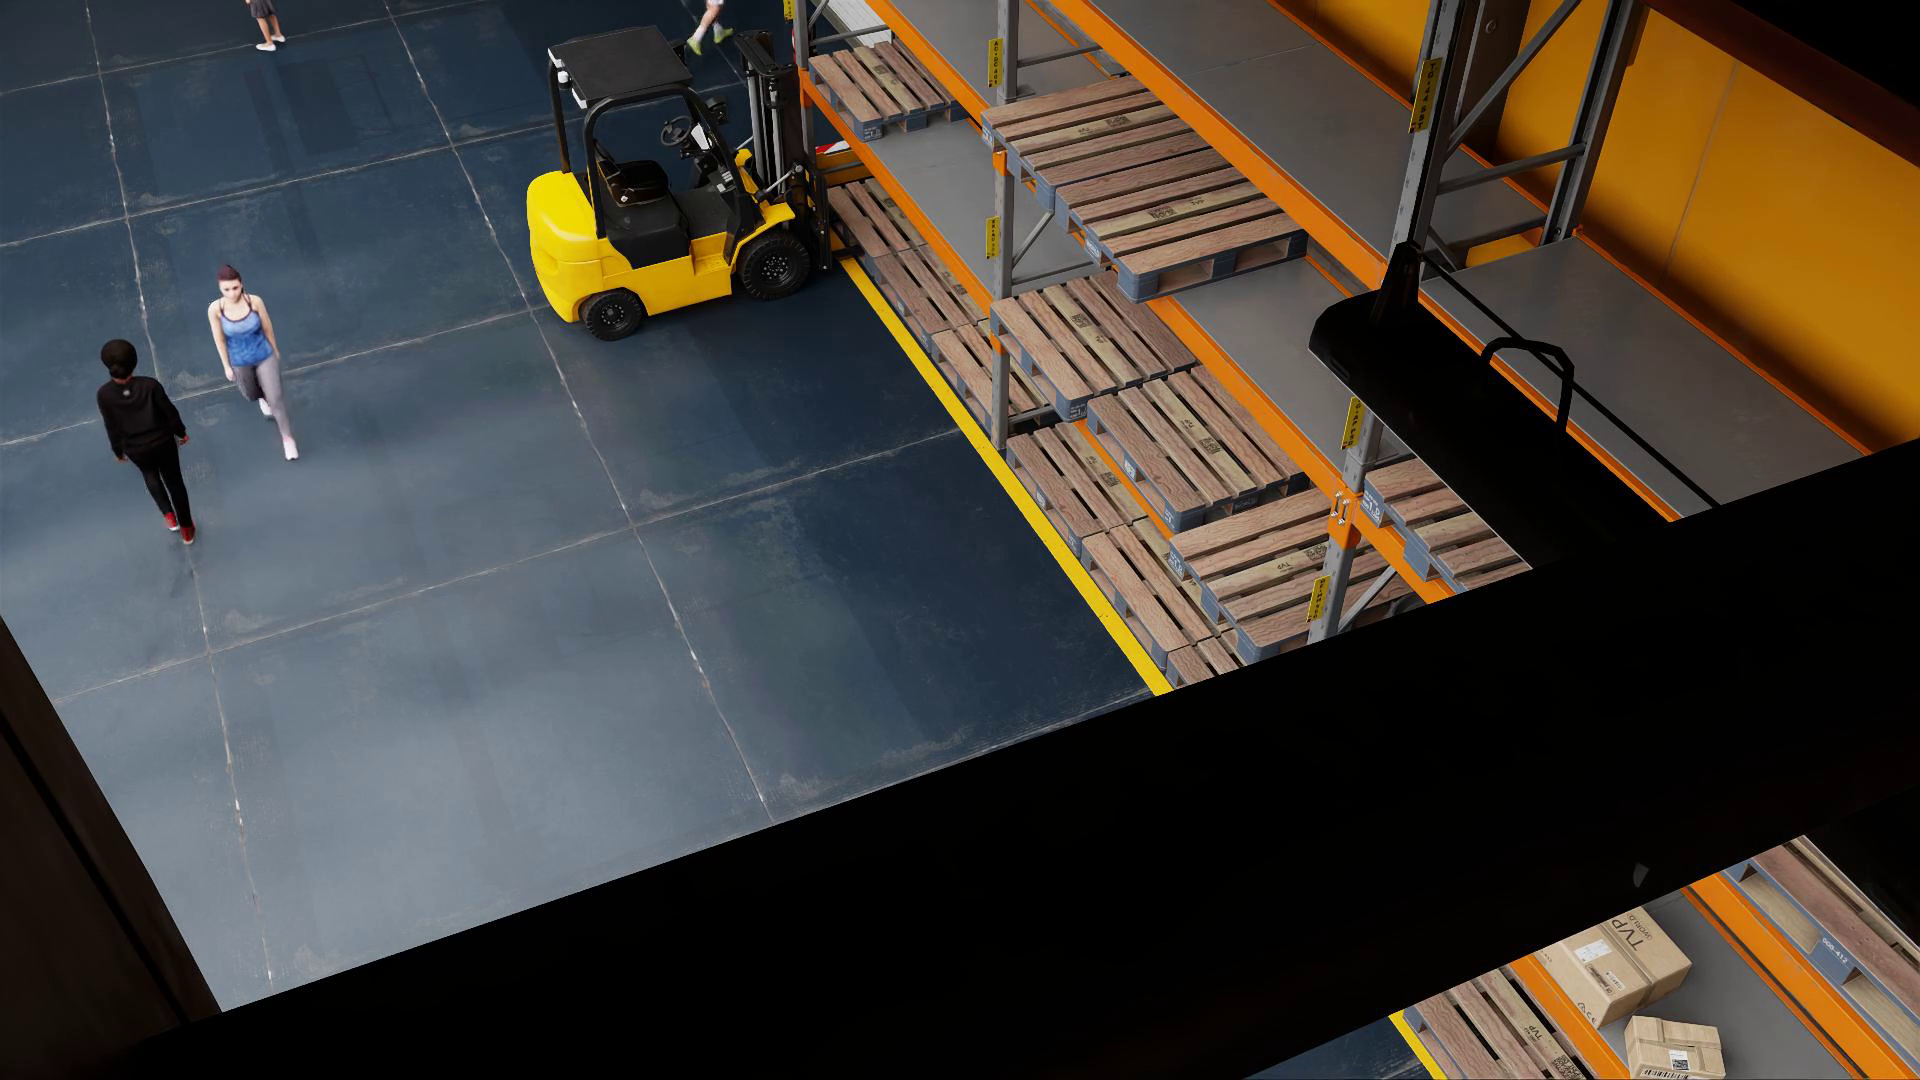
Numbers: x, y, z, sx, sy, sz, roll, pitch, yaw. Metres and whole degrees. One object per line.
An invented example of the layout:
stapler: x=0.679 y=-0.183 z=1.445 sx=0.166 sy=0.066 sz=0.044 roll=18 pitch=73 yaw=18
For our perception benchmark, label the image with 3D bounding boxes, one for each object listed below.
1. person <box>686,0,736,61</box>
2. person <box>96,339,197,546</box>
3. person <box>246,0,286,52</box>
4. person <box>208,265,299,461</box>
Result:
person: x=-2.633 y=-5.817 z=16.977 sx=1.128 sy=1.815 sz=1.068 roll=24 pitch=49 yaw=23
person: x=-5.667 y=-0.625 z=11.646 sx=0.645 sy=1.652 sz=0.603 roll=-16 pitch=46 yaw=-16
person: x=-7.319 y=-5.737 z=17.285 sx=0.661 sy=1.274 sz=0.591 roll=8 pitch=44 yaw=9
person: x=-5.324 y=-1.384 z=12.488 sx=0.625 sy=1.588 sz=1.010 roll=-14 pitch=45 yaw=-14
